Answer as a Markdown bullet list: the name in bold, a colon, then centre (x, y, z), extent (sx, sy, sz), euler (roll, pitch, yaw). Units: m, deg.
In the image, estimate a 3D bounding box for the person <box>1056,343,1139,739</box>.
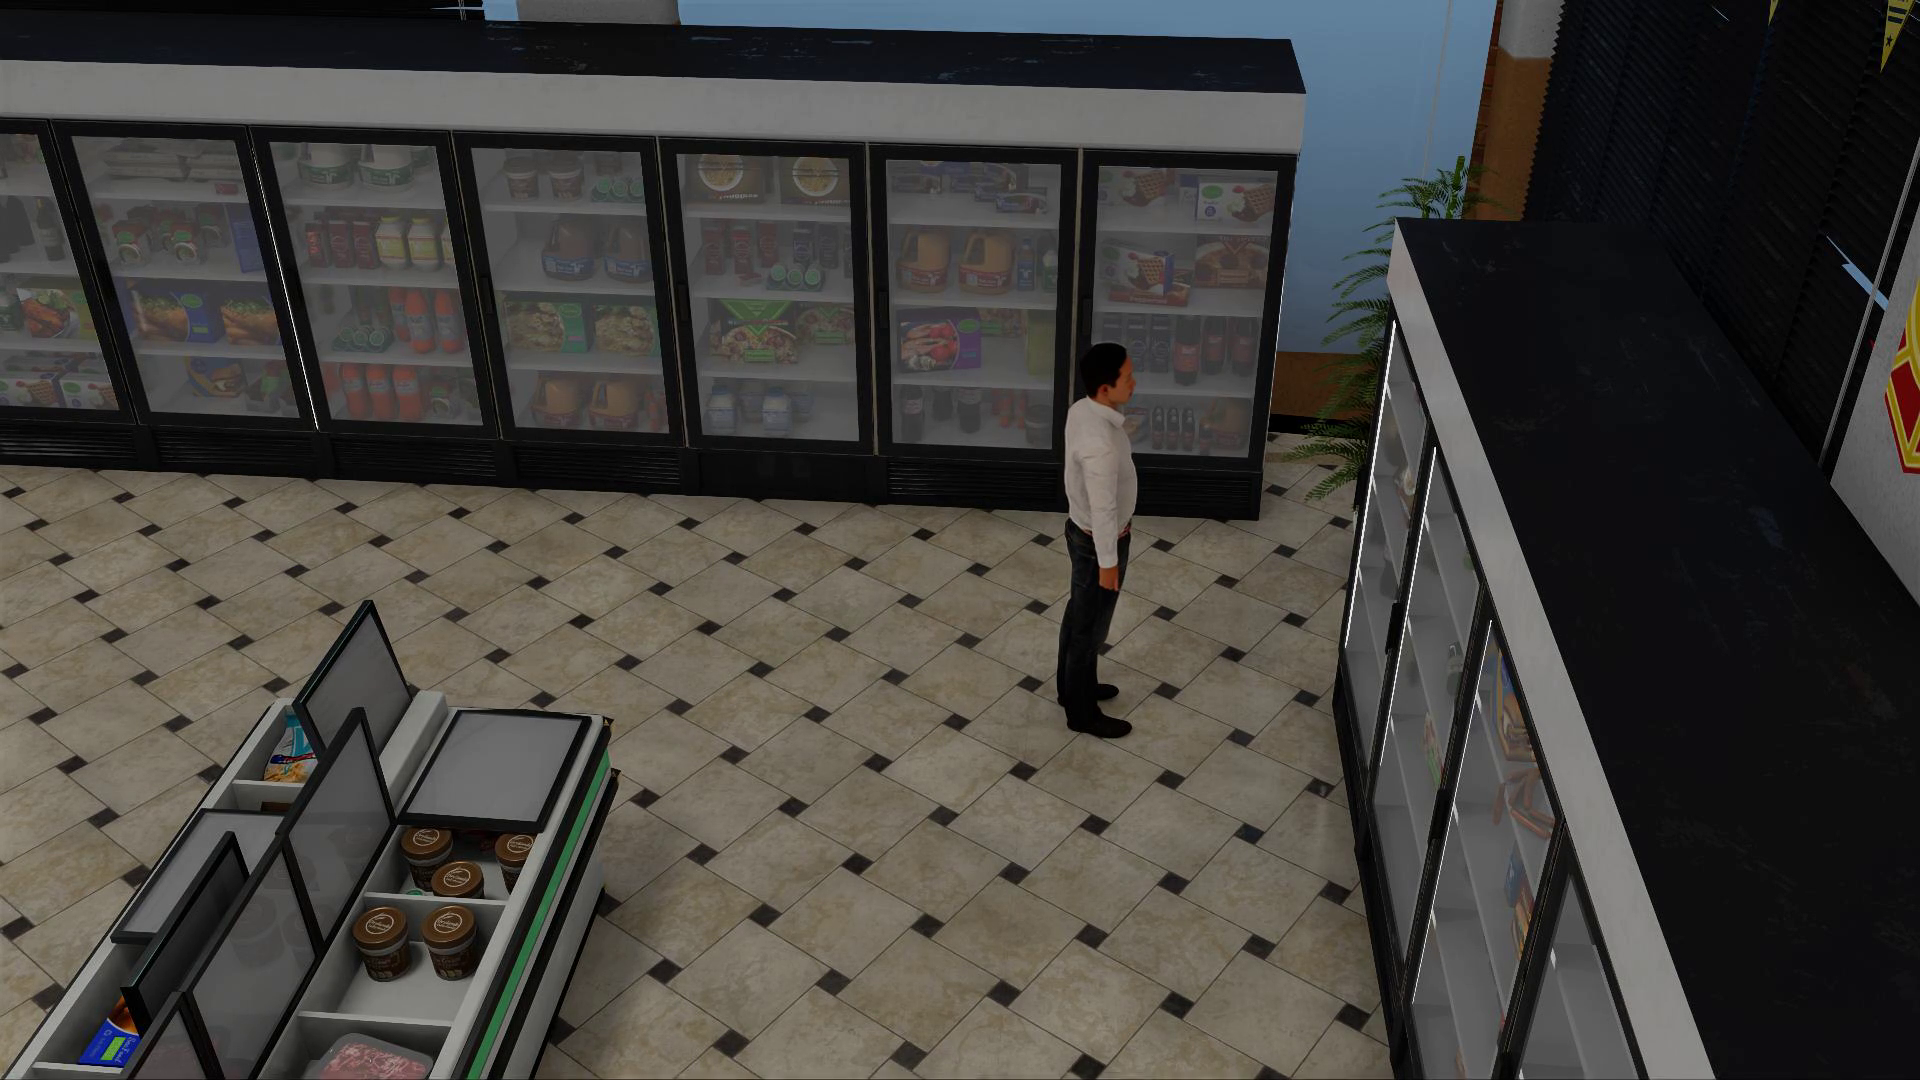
- **person**: centre (0.561, 0.001, 6.957), extent (0.746, 1.811, 0.538), euler (-2, 32, -3)
